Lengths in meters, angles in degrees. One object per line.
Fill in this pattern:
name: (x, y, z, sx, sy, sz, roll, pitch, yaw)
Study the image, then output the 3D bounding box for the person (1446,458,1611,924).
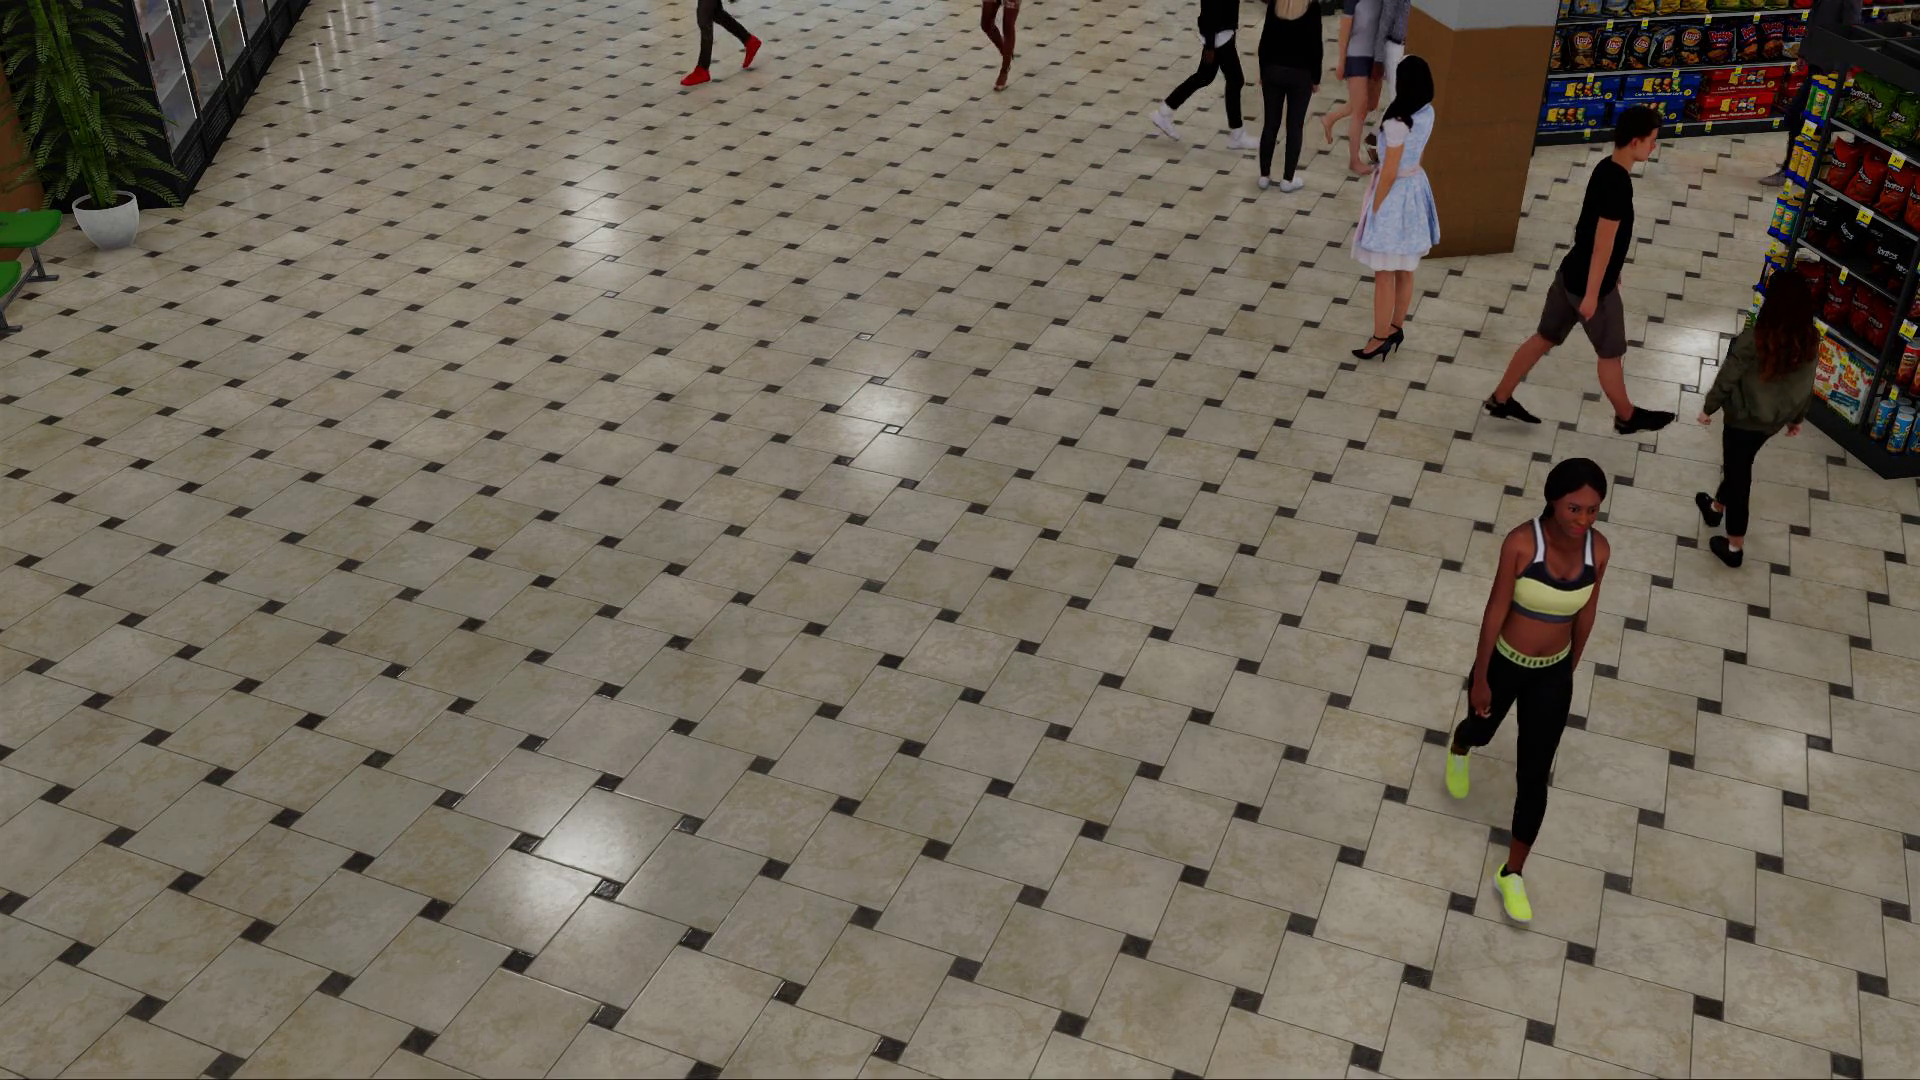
person: (1.999, 0.439, 6.012, 1.139, 1.715, 0.848, 4, 32, 6)

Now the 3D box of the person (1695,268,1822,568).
person: (3.790, -0.540, 7.827, 0.709, 1.460, 0.650, -5, 32, -8)

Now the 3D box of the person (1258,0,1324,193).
person: (2.402, -3.401, 12.214, 0.690, 1.683, 0.769, 14, 35, 22)

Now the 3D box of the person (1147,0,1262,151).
person: (1.918, -3.937, 12.980, 1.318, 1.784, 1.031, 7, 33, 12)

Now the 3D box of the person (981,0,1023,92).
person: (0.421, -4.808, 14.384, 0.753, 1.780, 0.815, 16, 35, 23)

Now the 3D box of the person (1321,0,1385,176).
person: (3.019, -3.687, 12.669, 0.940, 1.687, 0.890, -21, 37, -30)

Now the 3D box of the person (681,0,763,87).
person: (-2.124, -4.951, 14.622, 1.273, 1.771, 1.077, -26, 40, -35)

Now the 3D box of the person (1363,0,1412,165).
person: (3.264, -3.656, 12.597, 0.730, 1.712, 0.834, -22, 38, -31)

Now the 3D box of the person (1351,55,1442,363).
person: (2.550, -1.908, 9.694, 0.838, 1.810, 0.910, -27, 41, -36)

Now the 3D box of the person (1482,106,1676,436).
person: (3.253, -1.386, 8.861, 1.322, 1.804, 0.963, 5, 32, 9)

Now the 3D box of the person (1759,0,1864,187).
person: (6.430, -3.480, 12.198, 0.878, 1.834, 0.804, 2, 32, 3)
